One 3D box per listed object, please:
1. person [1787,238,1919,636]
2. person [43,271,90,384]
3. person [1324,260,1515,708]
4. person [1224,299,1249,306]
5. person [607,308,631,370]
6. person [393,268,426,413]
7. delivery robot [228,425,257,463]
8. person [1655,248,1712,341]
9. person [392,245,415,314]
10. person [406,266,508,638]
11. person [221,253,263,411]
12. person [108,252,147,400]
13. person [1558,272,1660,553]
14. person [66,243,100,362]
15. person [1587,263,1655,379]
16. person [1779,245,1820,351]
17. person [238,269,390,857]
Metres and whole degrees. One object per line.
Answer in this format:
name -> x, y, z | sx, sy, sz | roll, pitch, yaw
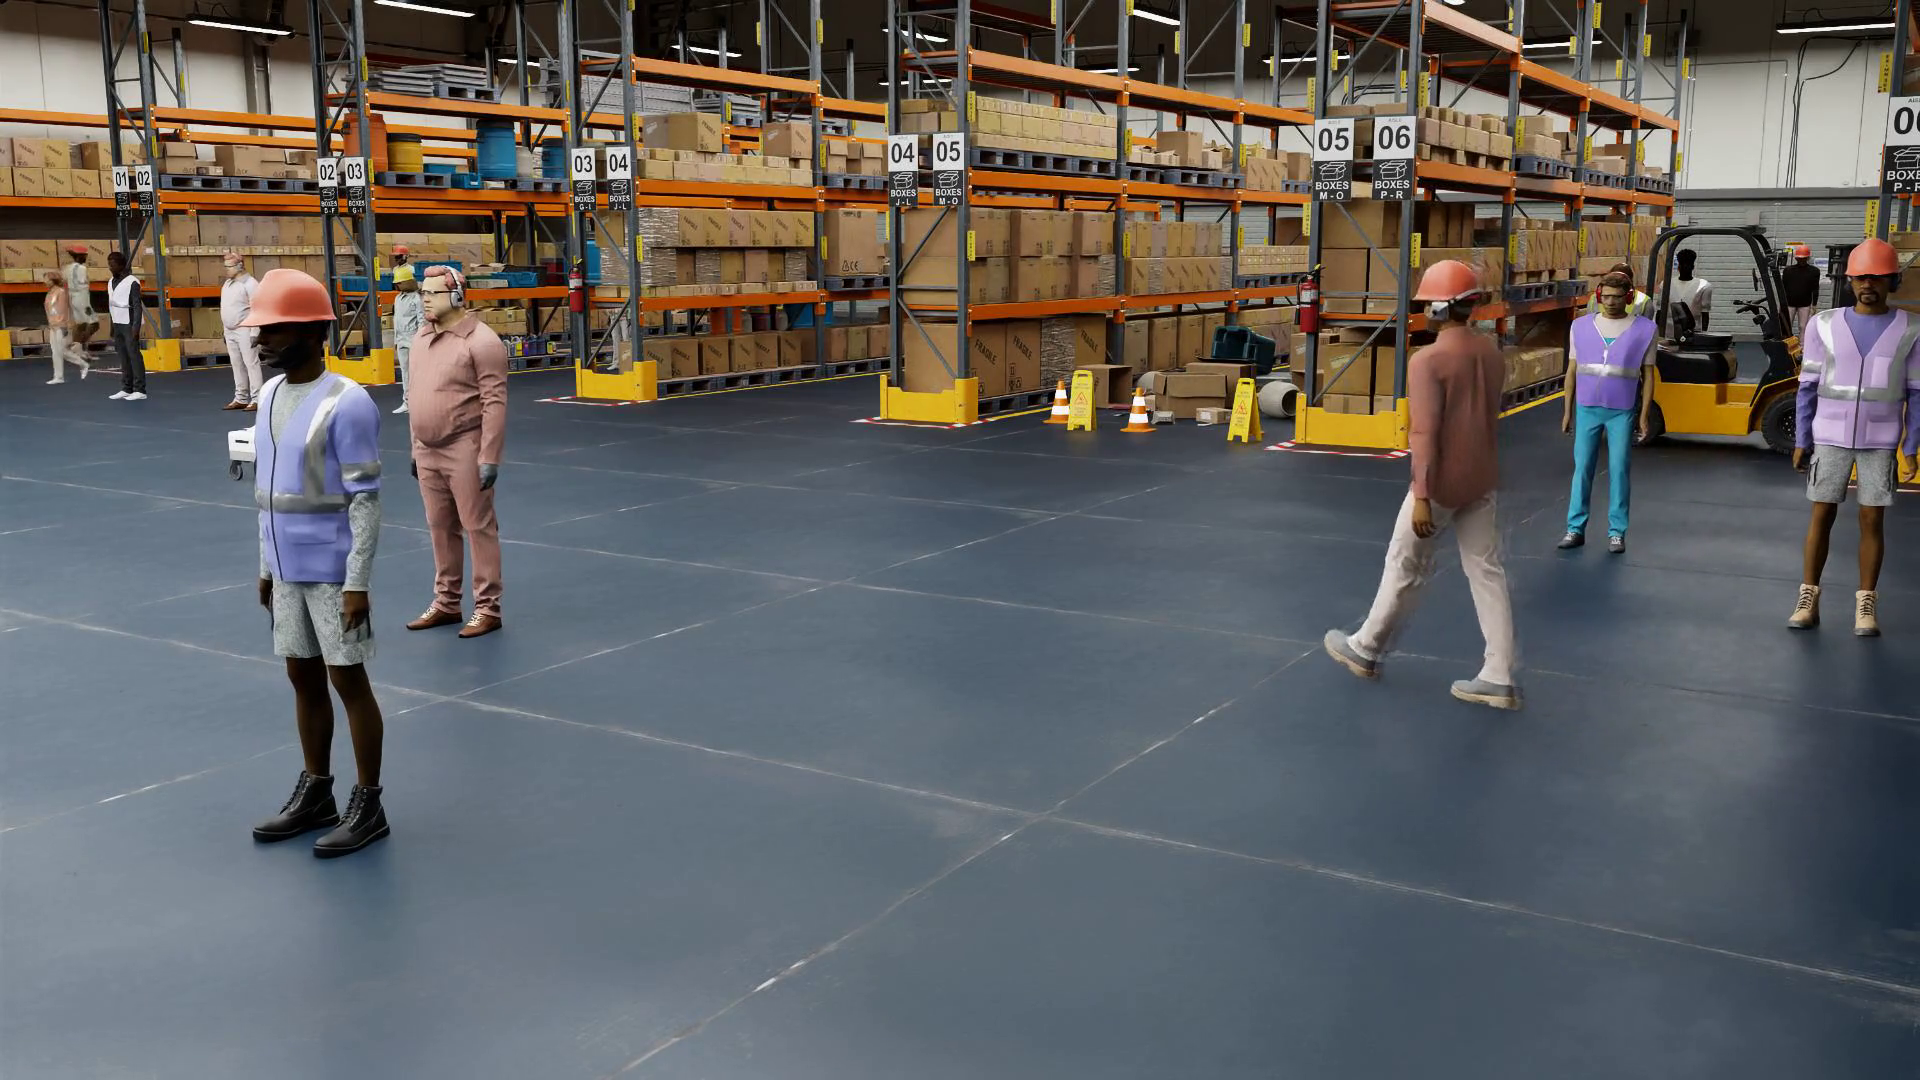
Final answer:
person -> 4.644, -0.522, 8.607 | 0.605, 2.044, 0.375 | 6, 12, 31
person -> -12.926, -3.055, 23.944 | 0.530, 1.624, 0.505 | 8, 13, 39
person -> 2.134, -0.267, 7.452 | 0.651, 1.937, 1.009 | -7, 12, -34
person -> 5.243, -4.449, 31.573 | 0.532, 1.696, 0.319 | 6, 12, 31
person -> -5.421, -3.517, 26.515 | 0.511, 1.641, 0.308 | 6, 12, 31
person -> -6.541, -2.352, 19.718 | 0.484, 1.737, 0.305 | 6, 12, 31
delivery robot -> -5.894, -0.818, 14.169 | 0.707, 0.478, 0.477 | 6, 12, 31
person -> 8.405, -2.407, 19.398 | 0.602, 1.959, 0.371 | 6, 12, 31
person -> -9.515, -4.048, 28.490 | 0.608, 1.995, 0.377 | 6, 12, 31
person -> -2.628, -0.452, 8.599 | 0.639, 1.909, 0.409 | 6, 12, 31
person -> -8.710, -2.506, 20.119 | 0.639, 1.903, 0.409 | 6, 12, 31
person -> -10.823, -2.775, 21.588 | 0.589, 1.915, 0.393 | 6, 12, 31
person -> 4.267, -0.839, 10.957 | 0.564, 1.838, 0.390 | 6, 12, 31
person -> -14.889, -4.017, 28.219 | 0.642, 2.029, 0.436 | 9, 13, 40
person -> 6.168, -1.681, 15.679 | 0.623, 1.839, 0.429 | 6, 12, 31
person -> 14.349, -4.042, 28.483 | 0.608, 1.987, 0.388 | 6, 12, 31
person -> -2.151, 0.082, 5.517 | 0.542, 1.938, 0.358 | 6, 12, 31
